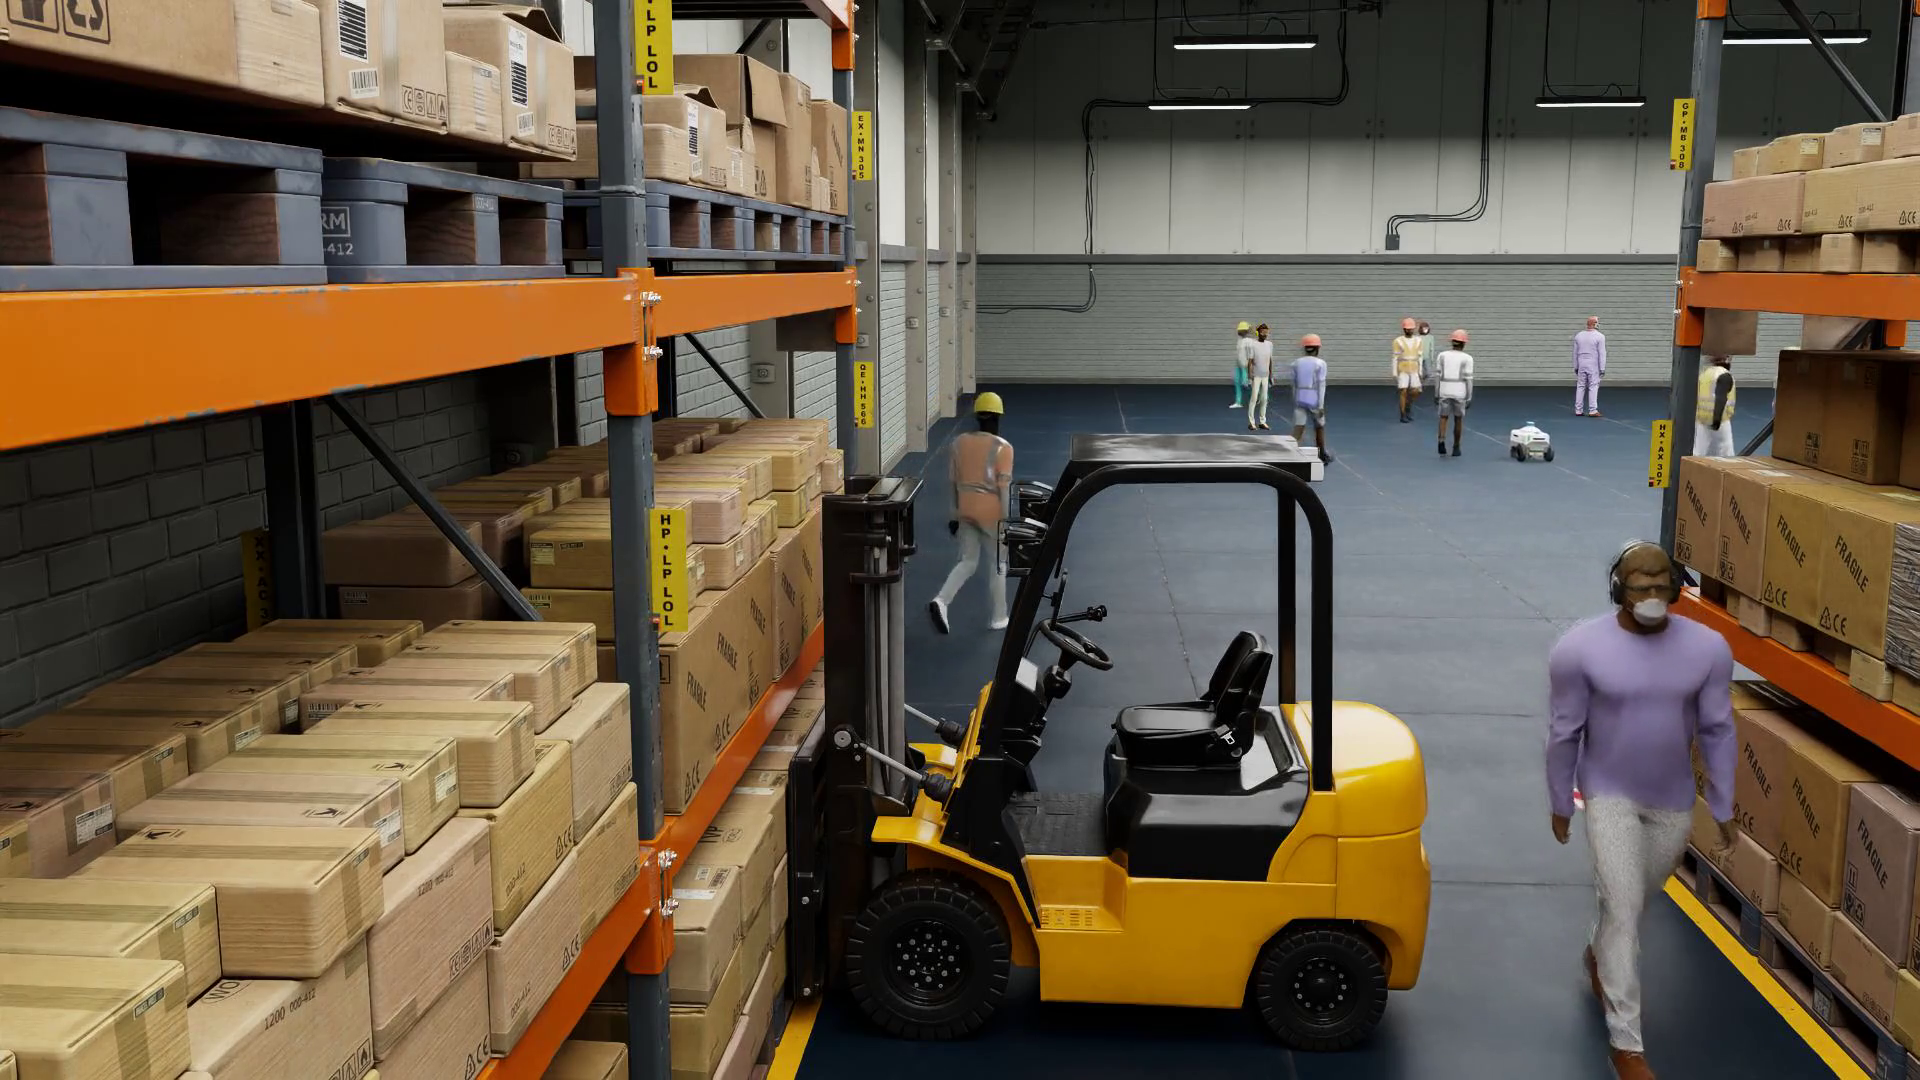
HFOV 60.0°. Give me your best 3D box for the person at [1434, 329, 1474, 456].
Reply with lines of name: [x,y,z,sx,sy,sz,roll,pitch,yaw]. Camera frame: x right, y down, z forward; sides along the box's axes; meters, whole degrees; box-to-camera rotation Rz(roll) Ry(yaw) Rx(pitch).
person: [7.380,-2.190,24.867,0.582,1.919,0.620,6,11,32]

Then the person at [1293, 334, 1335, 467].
person: [4.953,-1.935,23.395,0.560,1.891,0.994,8,12,40]

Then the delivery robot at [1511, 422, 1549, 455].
delivery robot: [8.396,-1.493,24.499,0.477,0.478,0.707,0,9,-2]

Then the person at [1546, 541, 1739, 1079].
person: [2.454,0.922,6.093,0.633,1.900,0.989,0,9,2]

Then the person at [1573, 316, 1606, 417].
person: [11.951,-3.278,31.515,0.402,1.906,0.652,-7,11,-35]

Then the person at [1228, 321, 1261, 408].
person: [5.767,-3.521,33.470,0.641,1.749,0.529,-3,10,-16]

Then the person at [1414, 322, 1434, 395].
person: [10.223,-4.002,36.742,0.498,1.625,0.354,0,9,-3]

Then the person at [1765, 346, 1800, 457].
person: [9.887,-1.349,19.822,0.579,1.901,0.622,-5,10,-26]

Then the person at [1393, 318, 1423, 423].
person: [8.161,-3.086,30.300,0.564,1.917,0.410,0,9,-3]

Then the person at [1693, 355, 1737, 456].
person: [9.750,-1.536,21.345,0.923,1.779,0.692,-1,9,-5]

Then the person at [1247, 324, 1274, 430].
person: [5.238,-2.836,28.982,0.516,1.865,0.312,-4,10,-25]

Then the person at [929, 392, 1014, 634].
person: [0.121,-0.200,12.922,0.610,1.894,0.785,7,12,37]
